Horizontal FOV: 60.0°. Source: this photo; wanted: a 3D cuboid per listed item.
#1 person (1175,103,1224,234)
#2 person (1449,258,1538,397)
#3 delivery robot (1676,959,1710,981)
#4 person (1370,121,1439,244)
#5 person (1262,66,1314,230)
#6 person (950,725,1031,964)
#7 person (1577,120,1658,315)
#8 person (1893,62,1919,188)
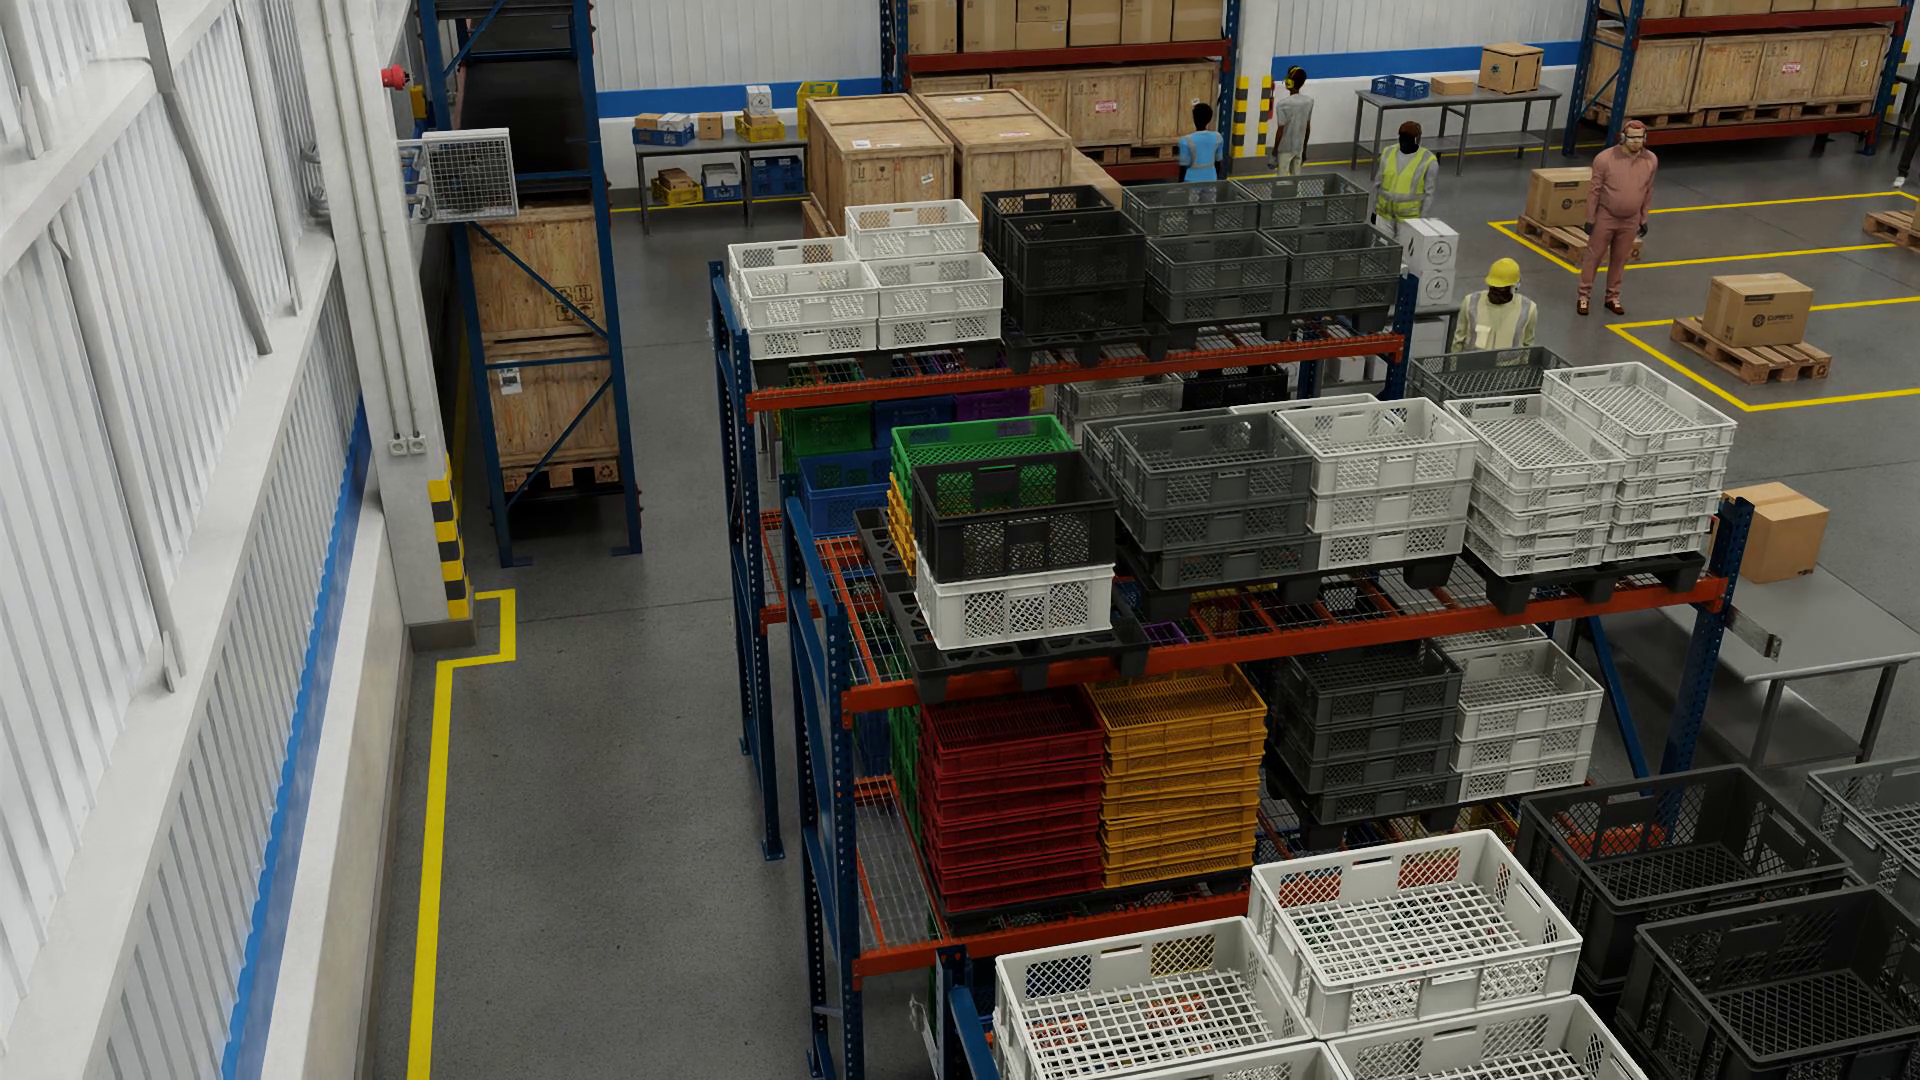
[{"bbox_3d":[2.529,-3.782,17.672,0.540,1.695,0.317,-13,30,-22],"label":"person"},{"bbox_3d":[4.079,-1.301,12.826,0.600,1.827,0.403,9,29,16],"label":"person"},{"bbox_3d":[3.401,1.902,8.010,0.477,0.478,0.707,-11,30,-19],"label":"delivery robot"},{"bbox_3d":[4.346,-3.223,16.460,0.626,1.844,0.429,19,33,32],"label":"person"},{"bbox_3d":[3.662,-4.327,18.525,0.513,1.872,0.328,-15,31,-27],"label":"person"},{"bbox_3d":[0.208,1.238,7.911,0.672,1.919,0.649,-9,29,-17],"label":"person"},{"bbox_3d":[6.415,-3.135,16.222,0.638,1.911,0.406,0,28,-1],"label":"person"},{"bbox_3d":[11.826,-5.234,20.195,0.597,1.914,0.372,11,30,20],"label":"person"}]
